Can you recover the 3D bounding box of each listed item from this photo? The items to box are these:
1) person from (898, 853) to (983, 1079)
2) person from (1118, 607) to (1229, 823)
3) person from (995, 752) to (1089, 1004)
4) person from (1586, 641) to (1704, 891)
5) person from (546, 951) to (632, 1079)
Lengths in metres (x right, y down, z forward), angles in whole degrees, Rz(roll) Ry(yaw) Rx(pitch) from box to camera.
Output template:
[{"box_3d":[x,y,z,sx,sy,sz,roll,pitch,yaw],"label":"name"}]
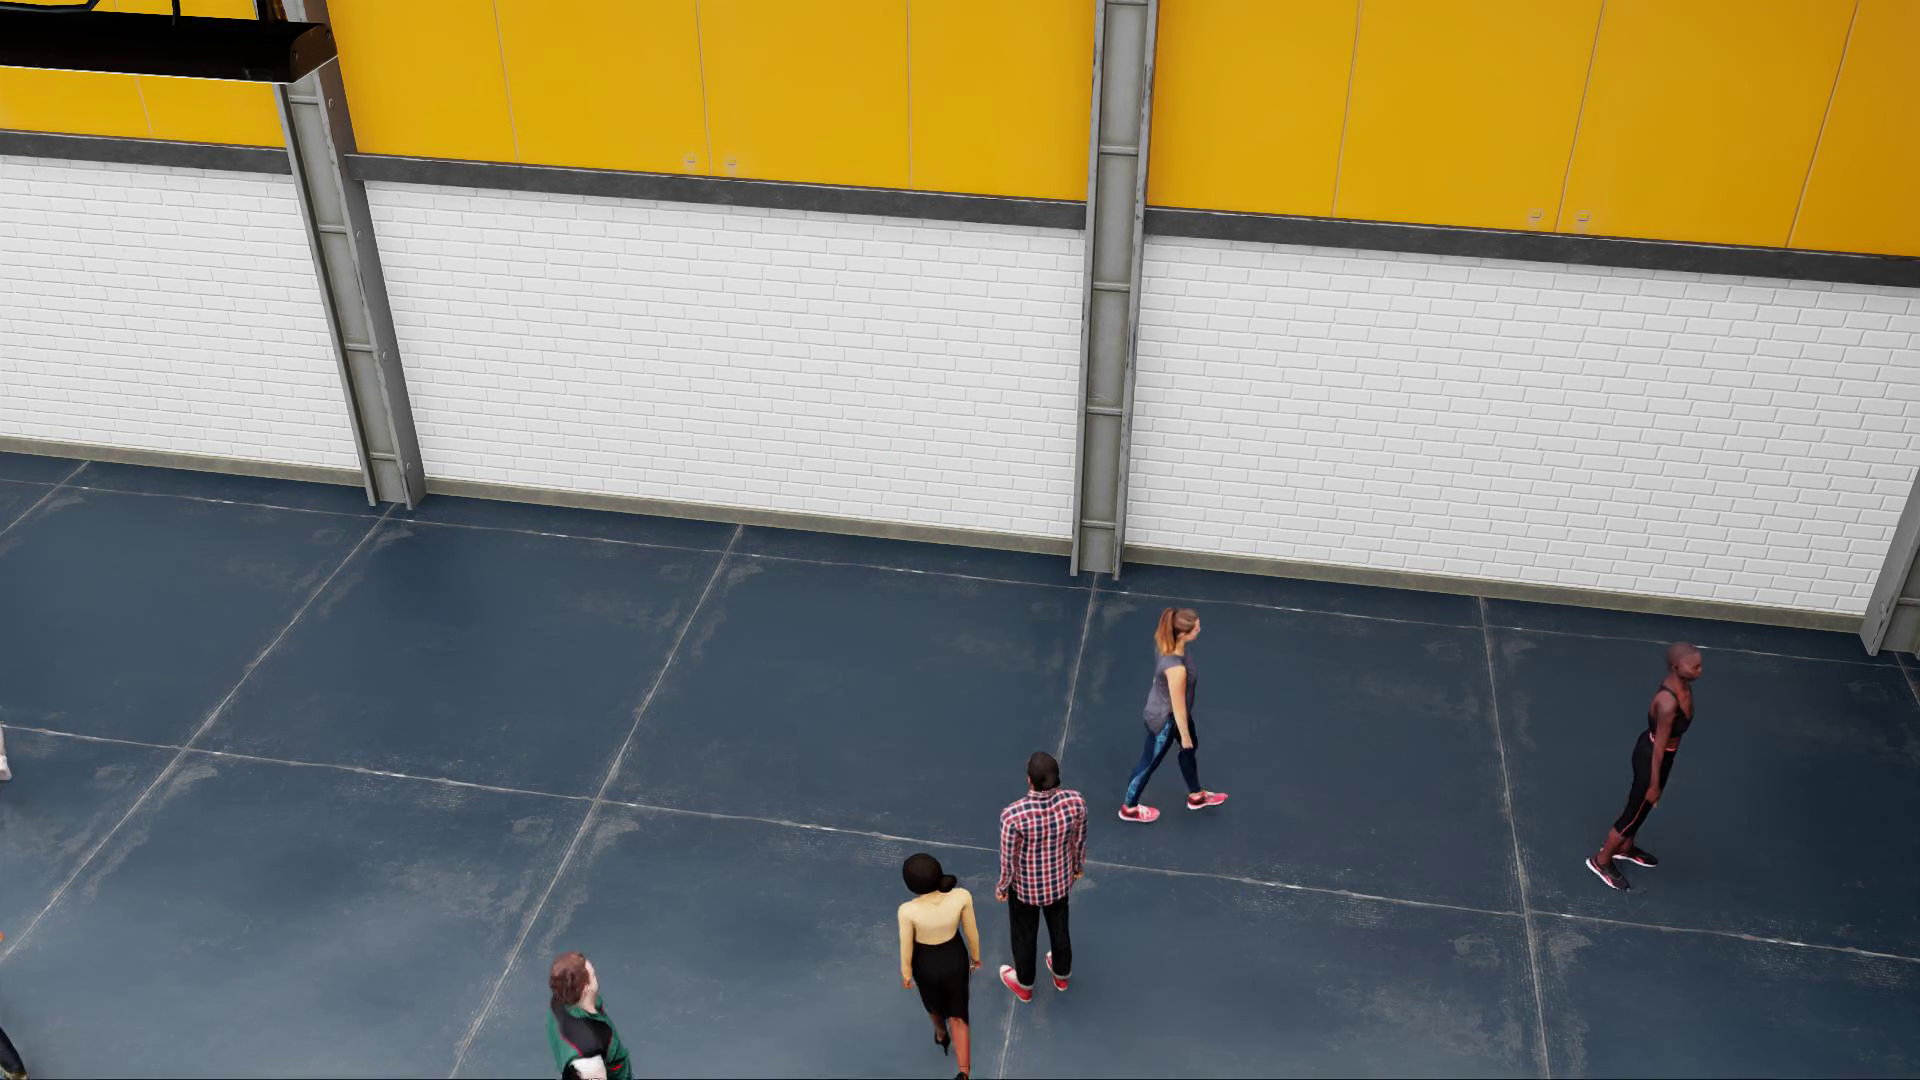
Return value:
[{"box_3d":[-0.097,2.319,8.747,0.969,1.621,0.892,-6,34,-8],"label":"person"},{"box_3d":[1.217,1.130,10.465,0.987,1.700,0.701,0,34,0],"label":"person"},{"box_3d":[0.446,1.872,9.292,0.717,1.762,0.836,-13,36,-19],"label":"person"},{"box_3d":[4.193,1.332,10.093,0.728,1.775,0.693,17,37,24],"label":"person"},{"box_3d":[-1.718,2.697,8.006,1.054,1.812,0.934,-7,34,-10],"label":"person"}]
